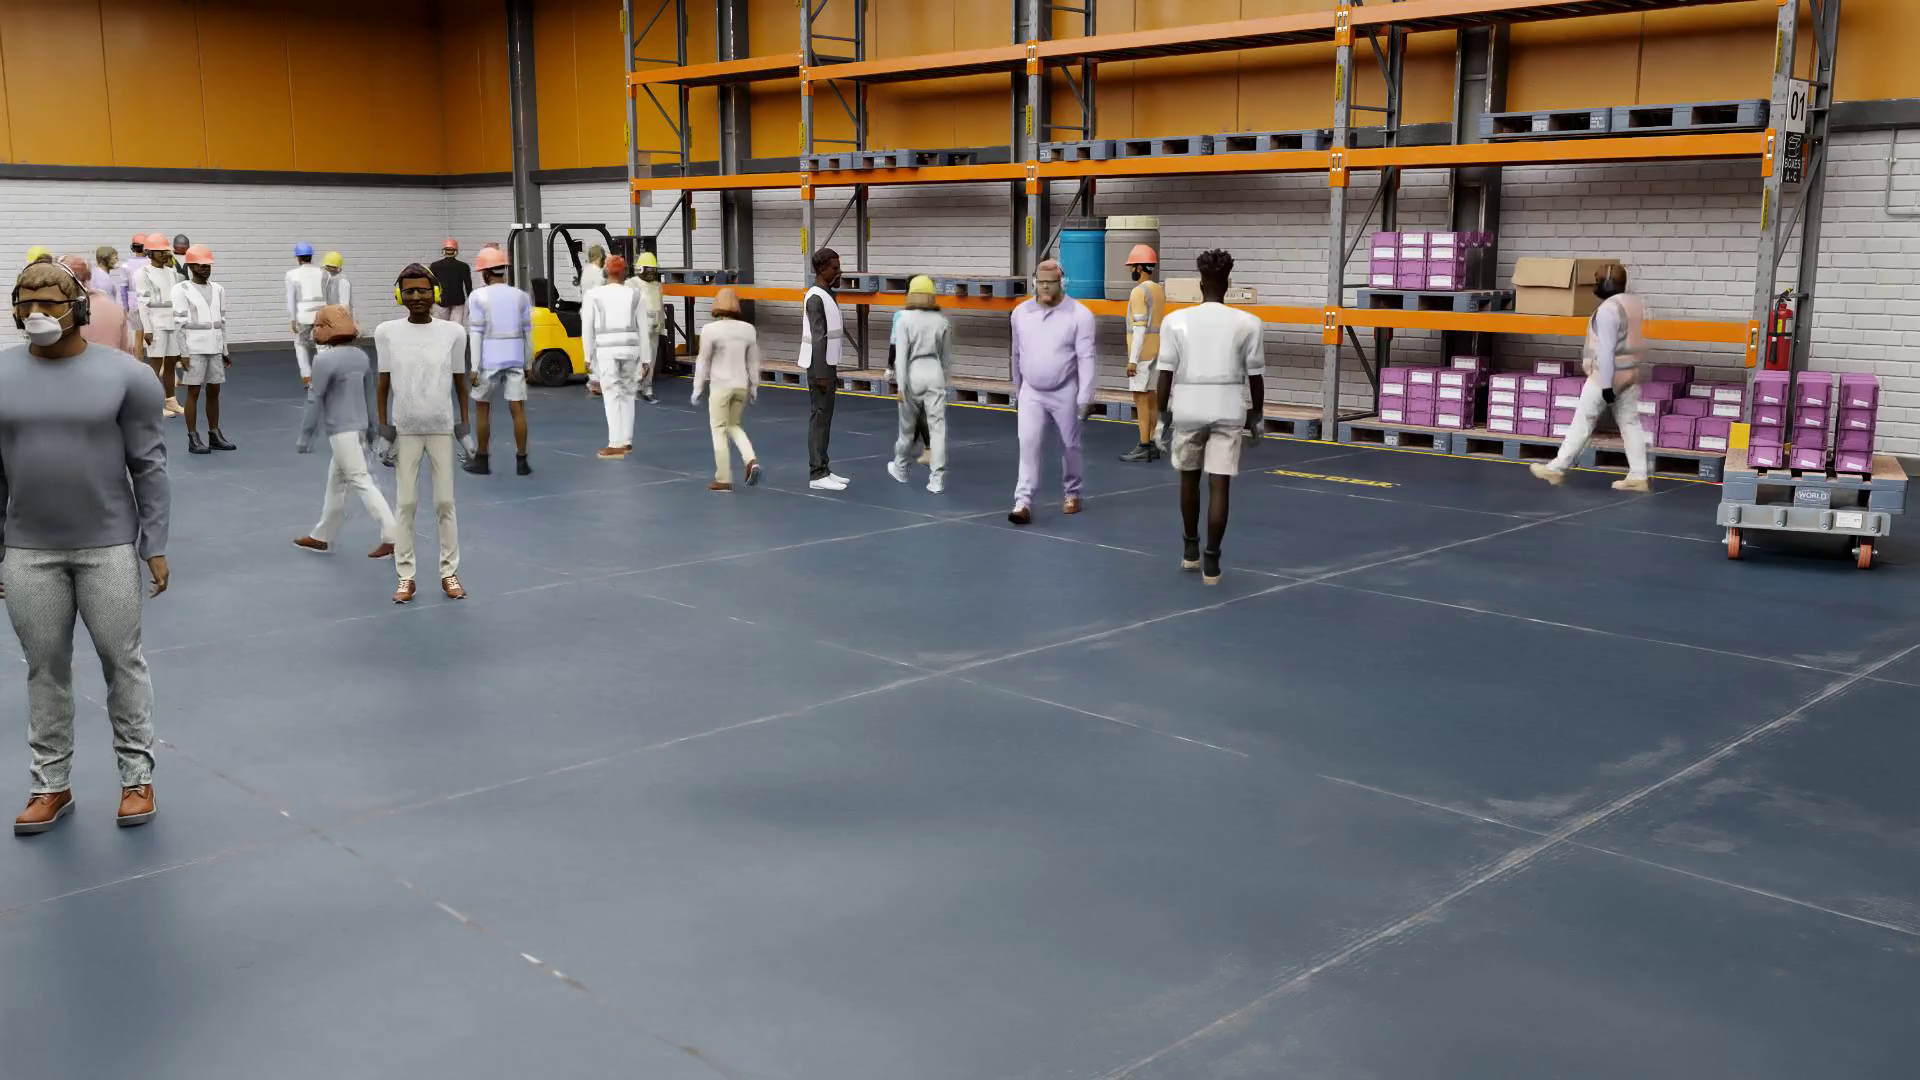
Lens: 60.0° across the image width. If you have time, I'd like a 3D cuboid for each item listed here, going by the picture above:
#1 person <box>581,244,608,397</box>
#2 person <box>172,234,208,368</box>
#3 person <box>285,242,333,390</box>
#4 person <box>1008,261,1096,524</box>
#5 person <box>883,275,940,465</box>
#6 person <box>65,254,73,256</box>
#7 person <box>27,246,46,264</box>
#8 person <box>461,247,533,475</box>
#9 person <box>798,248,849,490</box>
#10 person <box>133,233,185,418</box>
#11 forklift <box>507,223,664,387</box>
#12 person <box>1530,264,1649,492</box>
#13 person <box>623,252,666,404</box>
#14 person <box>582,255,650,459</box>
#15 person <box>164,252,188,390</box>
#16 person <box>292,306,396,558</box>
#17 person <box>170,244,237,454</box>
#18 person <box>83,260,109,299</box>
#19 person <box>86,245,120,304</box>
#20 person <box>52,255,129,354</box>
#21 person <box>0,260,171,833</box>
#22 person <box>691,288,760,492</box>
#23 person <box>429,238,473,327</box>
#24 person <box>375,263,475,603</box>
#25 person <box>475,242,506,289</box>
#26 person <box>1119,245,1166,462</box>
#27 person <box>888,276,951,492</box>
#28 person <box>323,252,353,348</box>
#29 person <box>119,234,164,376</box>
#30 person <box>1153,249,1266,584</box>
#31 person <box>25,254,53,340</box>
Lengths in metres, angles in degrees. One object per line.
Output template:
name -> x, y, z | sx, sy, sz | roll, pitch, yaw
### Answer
person -> -4.504, -2.730, 20.802 | 0.450, 1.905, 0.660 | -5, 12, -27
person -> -11.879, -3.668, 25.547 | 0.689, 2.000, 0.539 | -4, 11, -19
person -> -8.415, -2.879, 21.562 | 0.600, 1.927, 0.596 | -7, 13, -34
person -> 0.652, -1.050, 11.815 | 0.651, 1.843, 1.037 | 3, 11, 18
person -> -0.428, -1.514, 14.796 | 0.535, 1.654, 0.847 | -9, 14, -40
person -> -10.276, -2.419, 19.408 | 0.666, 1.801, 0.538 | 1, 10, 6
person -> -12.373, -3.028, 22.527 | 0.605, 1.858, 0.923 | 2, 11, 13
person -> -3.915, -1.500, 14.076 | 0.620, 1.916, 0.550 | -8, 13, -37
person -> -1.097, -1.370, 13.351 | 0.392, 1.920, 0.589 | 0, 10, 2
person -> -8.868, -2.382, 18.530 | 0.378, 2.044, 0.607 | 2, 11, 12
forklift -> -5.316, -3.263, 22.920 | 2.313, 2.155, 1.214 | -10, 14, -44
person -> 5.124, -1.298, 13.298 | 0.624, 1.790, 0.937 | -9, 14, -41
person -> -3.754, -2.534, 19.964 | 0.426, 1.815, 0.613 | 7, 13, 34
person -> -3.139, -1.678, 15.264 | 0.595, 1.853, 0.696 | -5, 11, -24
person -> -10.445, -2.896, 21.994 | 0.687, 1.821, 0.564 | 7, 13, 34
person -> -3.873, -0.670, 10.442 | 0.859, 1.583, 0.503 | 2, 11, 12
person -> -7.042, -1.778, 15.520 | 0.374, 1.939, 0.545 | 5, 12, 28
person -> -9.504, -2.164, 18.095 | 0.525, 1.769, 0.314 | -10, 14, -44
person -> -9.744, -2.397, 18.969 | 0.547, 1.913, 0.698 | -7, 13, -34
person -> -5.872, -0.937, 11.054 | 0.544, 1.887, 0.678 | 2, 11, 13
person -> -3.016, 0.029, 5.665 | 0.627, 1.941, 0.371 | -2, 11, -13
person -> -1.829, -1.175, 13.122 | 0.540, 1.612, 0.405 | -10, 14, -43
person -> -7.921, -3.695, 25.892 | 0.688, 1.966, 0.548 | -3, 11, -13
person -> -2.964, -0.589, 9.219 | 0.519, 1.874, 0.331 | -4, 11, -19
person -> -7.560, -3.873, 27.031 | 0.655, 1.906, 0.407 | 9, 13, 39
person -> 1.621, -1.663, 14.892 | 0.364, 1.935, 0.553 | 6, 12, 28
person -> -0.311, -1.259, 13.337 | 0.505, 1.688, 0.892 | -4, 11, -21
person -> -8.466, -2.993, 22.561 | 0.406, 1.802, 0.715 | -8, 13, -37
person -> -11.693, -3.364, 23.883 | 0.614, 2.041, 0.390 | -3, 11, -14
person -> 1.487, -0.745, 9.886 | 0.639, 1.934, 0.803 | 2, 11, 11
person -> -11.668, -2.745, 21.202 | 0.514, 1.798, 0.979 | 3, 11, 14
